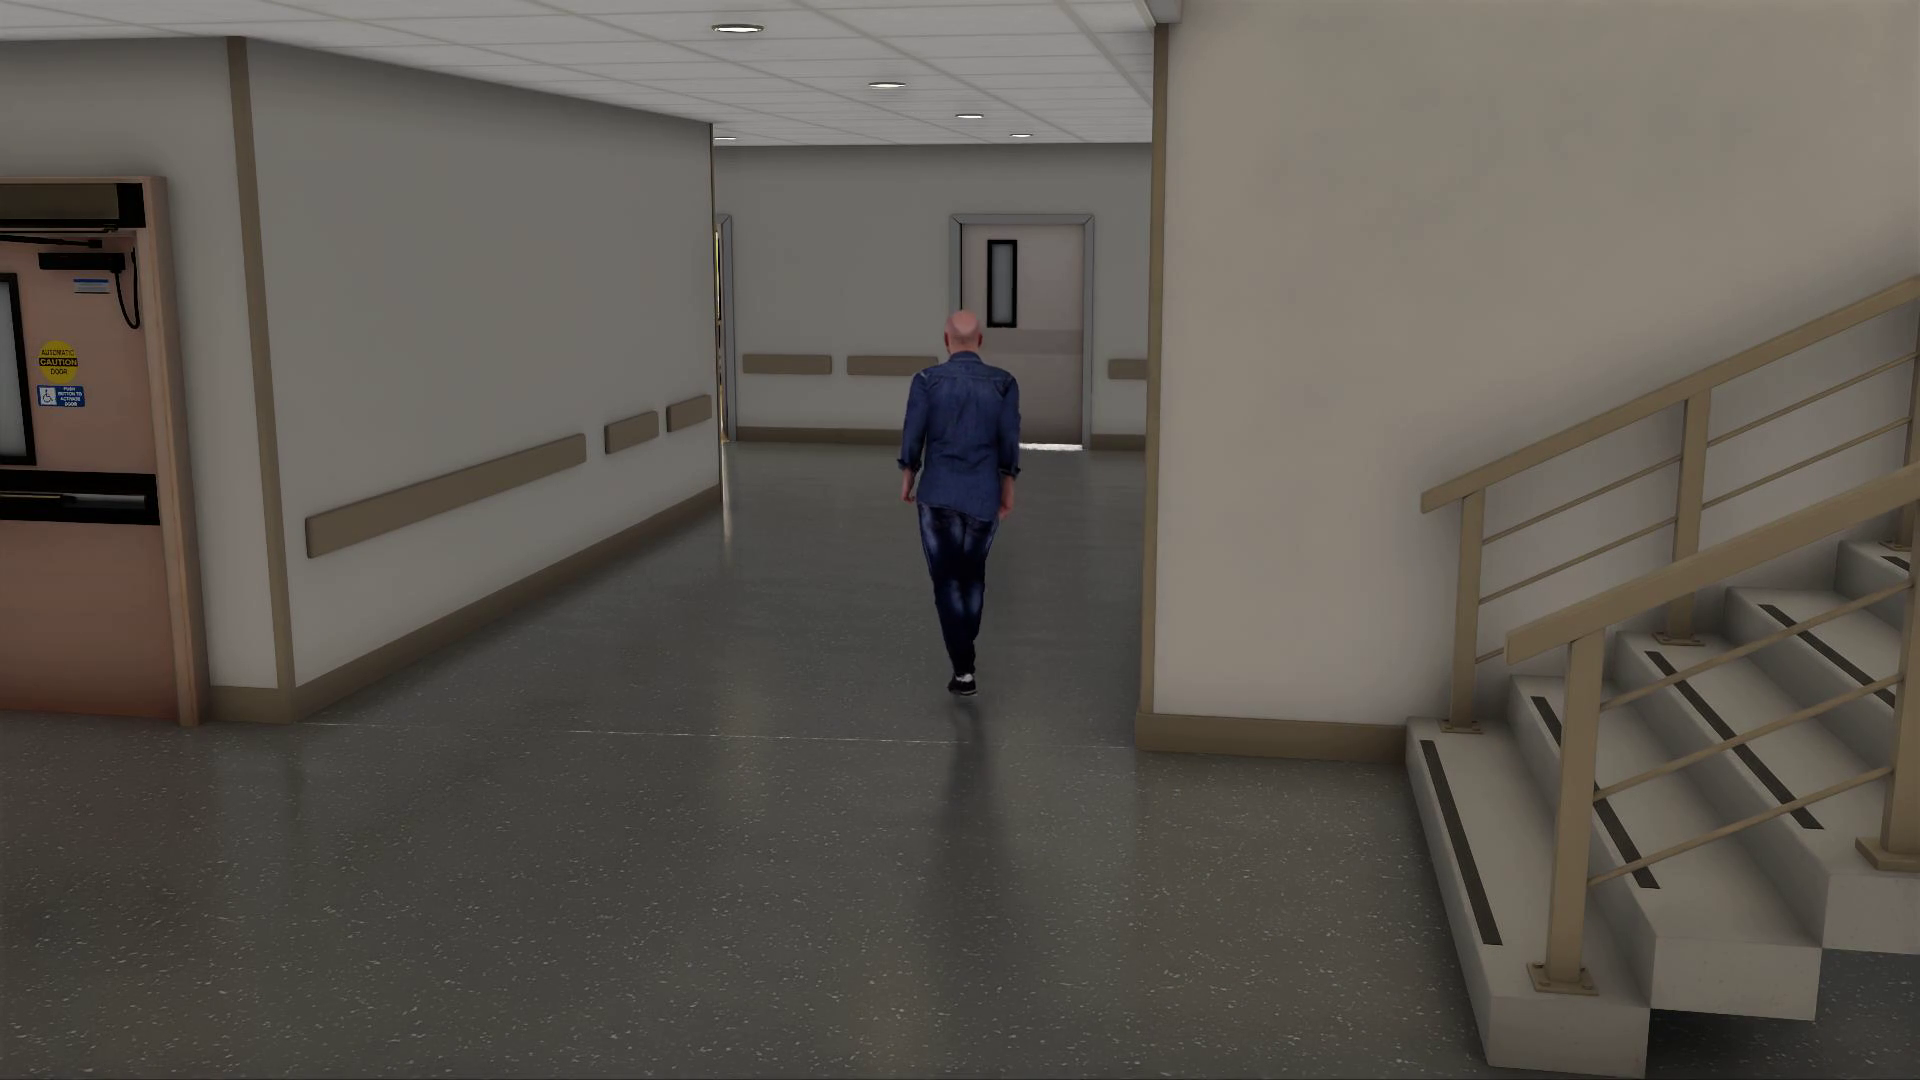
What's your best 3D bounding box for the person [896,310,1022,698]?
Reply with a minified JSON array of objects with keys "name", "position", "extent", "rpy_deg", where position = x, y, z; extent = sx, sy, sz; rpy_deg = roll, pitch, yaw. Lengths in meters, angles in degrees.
[{"name":"person","position":[0.007,-0.133,7.778],"extent":[1.222,1.779,1.096],"rpy_deg":[-3,11,-13]}]
